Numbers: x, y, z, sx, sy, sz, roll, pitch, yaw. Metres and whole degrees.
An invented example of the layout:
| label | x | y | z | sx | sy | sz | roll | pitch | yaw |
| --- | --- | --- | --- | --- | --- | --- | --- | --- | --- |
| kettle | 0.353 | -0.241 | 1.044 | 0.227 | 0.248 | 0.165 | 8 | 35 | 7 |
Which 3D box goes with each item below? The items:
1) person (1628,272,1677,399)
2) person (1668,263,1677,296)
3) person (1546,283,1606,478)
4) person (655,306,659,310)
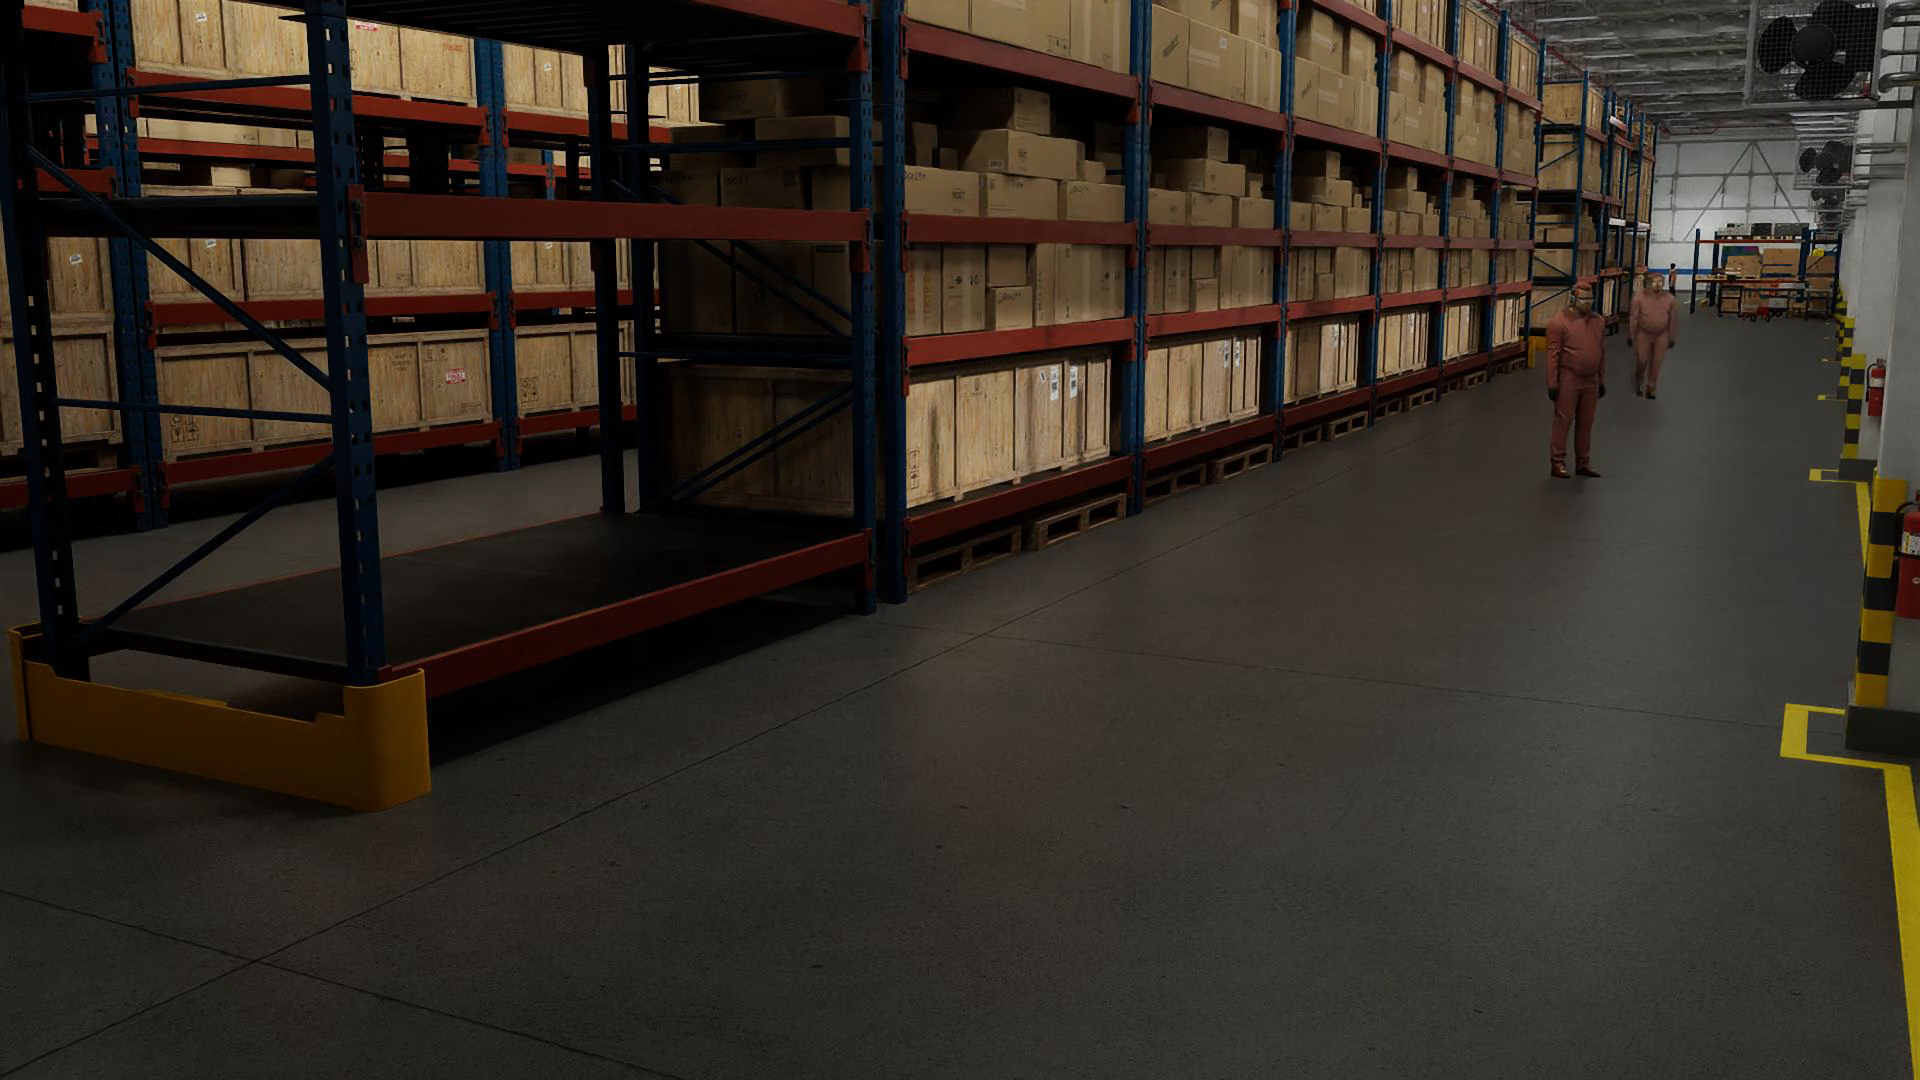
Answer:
| label | x | y | z | sx | sy | sz | roll | pitch | yaw |
| --- | --- | --- | --- | --- | --- | --- | --- | --- | --- |
| person | 10.348 | -3.047 | 24.832 | 0.675 | 1.890 | 0.435 | 1 | 10 | 8 |
| person | 33.930 | -12.331 | 79.194 | 0.539 | 1.685 | 0.320 | -7 | 12 | -37 |
| person | 5.980 | -1.539 | 16.124 | 0.658 | 1.893 | 0.400 | -3 | 10 | -18 |
| person | -4.798 | -3.347 | 26.496 | 0.539 | 1.930 | 0.382 | -4 | 11 | -23 |
